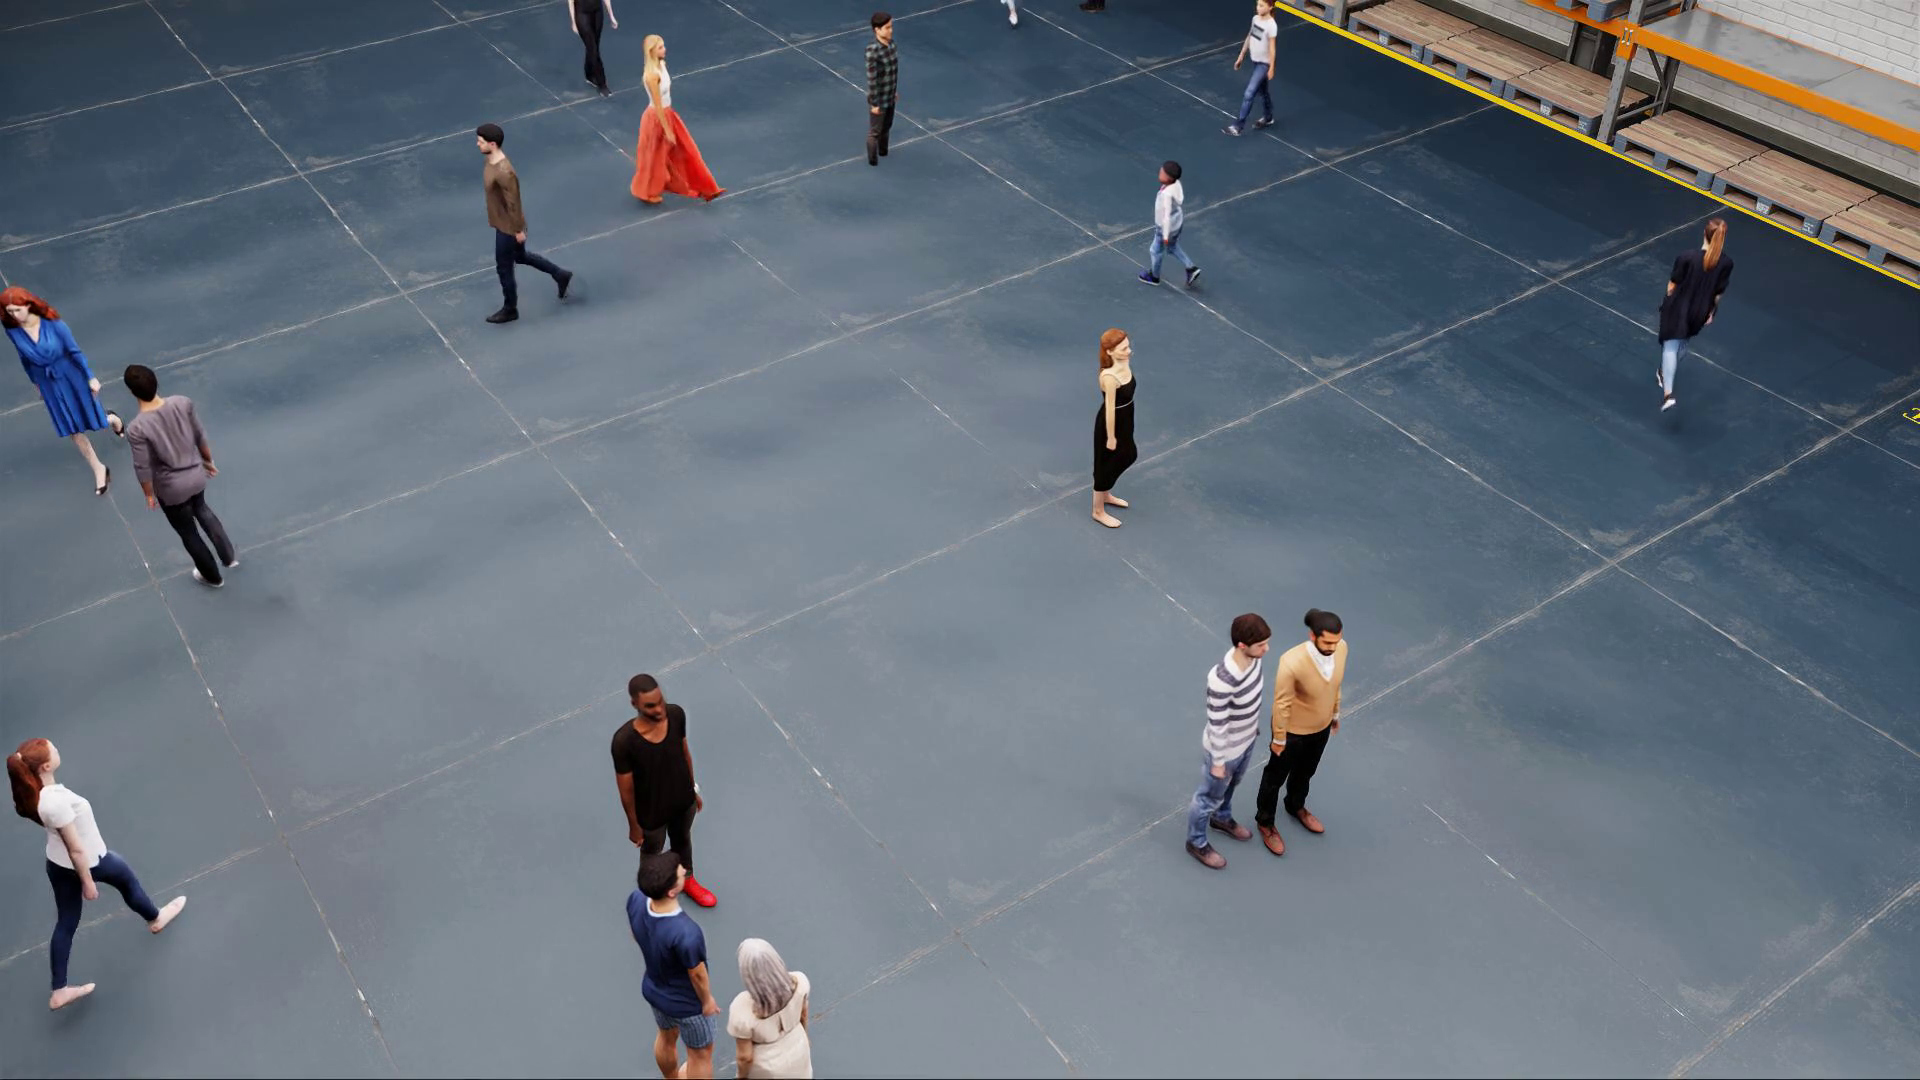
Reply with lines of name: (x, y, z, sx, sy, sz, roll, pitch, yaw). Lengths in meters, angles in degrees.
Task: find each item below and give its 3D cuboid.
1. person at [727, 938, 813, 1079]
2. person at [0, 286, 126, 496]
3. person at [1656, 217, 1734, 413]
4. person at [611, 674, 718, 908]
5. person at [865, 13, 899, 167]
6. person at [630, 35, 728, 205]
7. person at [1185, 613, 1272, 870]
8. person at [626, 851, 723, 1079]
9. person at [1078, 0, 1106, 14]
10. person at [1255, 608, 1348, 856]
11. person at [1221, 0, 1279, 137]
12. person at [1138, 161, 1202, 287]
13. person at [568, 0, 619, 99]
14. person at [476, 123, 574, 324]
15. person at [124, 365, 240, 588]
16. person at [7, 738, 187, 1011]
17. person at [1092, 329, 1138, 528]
person: (-0.882, 2.526, 8.042, 0.610, 1.737, 0.566, -27, 46, -30)
person: (-6.776, -1.208, 12.669, 0.943, 1.798, 1.066, -5, 39, -6)
person: (5.936, -1.813, 13.537, 1.069, 1.660, 1.111, 7, 39, 9)
person: (-1.680, 1.448, 9.336, 0.674, 1.806, 0.590, -32, 48, -34)
person: (-0.823, -4.621, 17.209, 0.696, 1.715, 0.745, 19, 42, 22)
person: (-3.022, -4.056, 16.269, 1.269, 1.755, 1.195, 7, 39, 8)
person: (1.544, 1.146, 9.680, 0.658, 1.849, 0.716, 24, 45, 27)
person: (-1.420, 2.235, 8.317, 0.585, 1.849, 0.731, 27, 46, 30)
person: (1.673, -7.393, 20.456, 0.651, 1.746, 0.592, -30, 47, -32)
person: (2.023, 1.089, 9.830, 0.658, 1.751, 0.586, -21, 43, -25)
person: (3.278, -5.112, 17.776, 0.741, 1.526, 0.958, -14, 41, -17)
person: (1.956, -2.874, 15.198, 0.856, 1.246, 0.665, 20, 43, 23)
person: (-4.192, -5.878, 18.578, 0.678, 1.720, 0.958, -31, 48, -33)
person: (-3.887, -2.805, 14.616, 0.834, 1.863, 1.065, -17, 42, -20)
person: (-5.398, -0.403, 11.624, 0.792, 1.844, 0.799, 21, 43, 24)
person: (-4.834, 1.817, 8.964, 1.157, 1.694, 1.034, 16, 41, 19)
person: (1.131, -0.862, 12.374, 0.720, 1.625, 0.675, 13, 40, 16)
